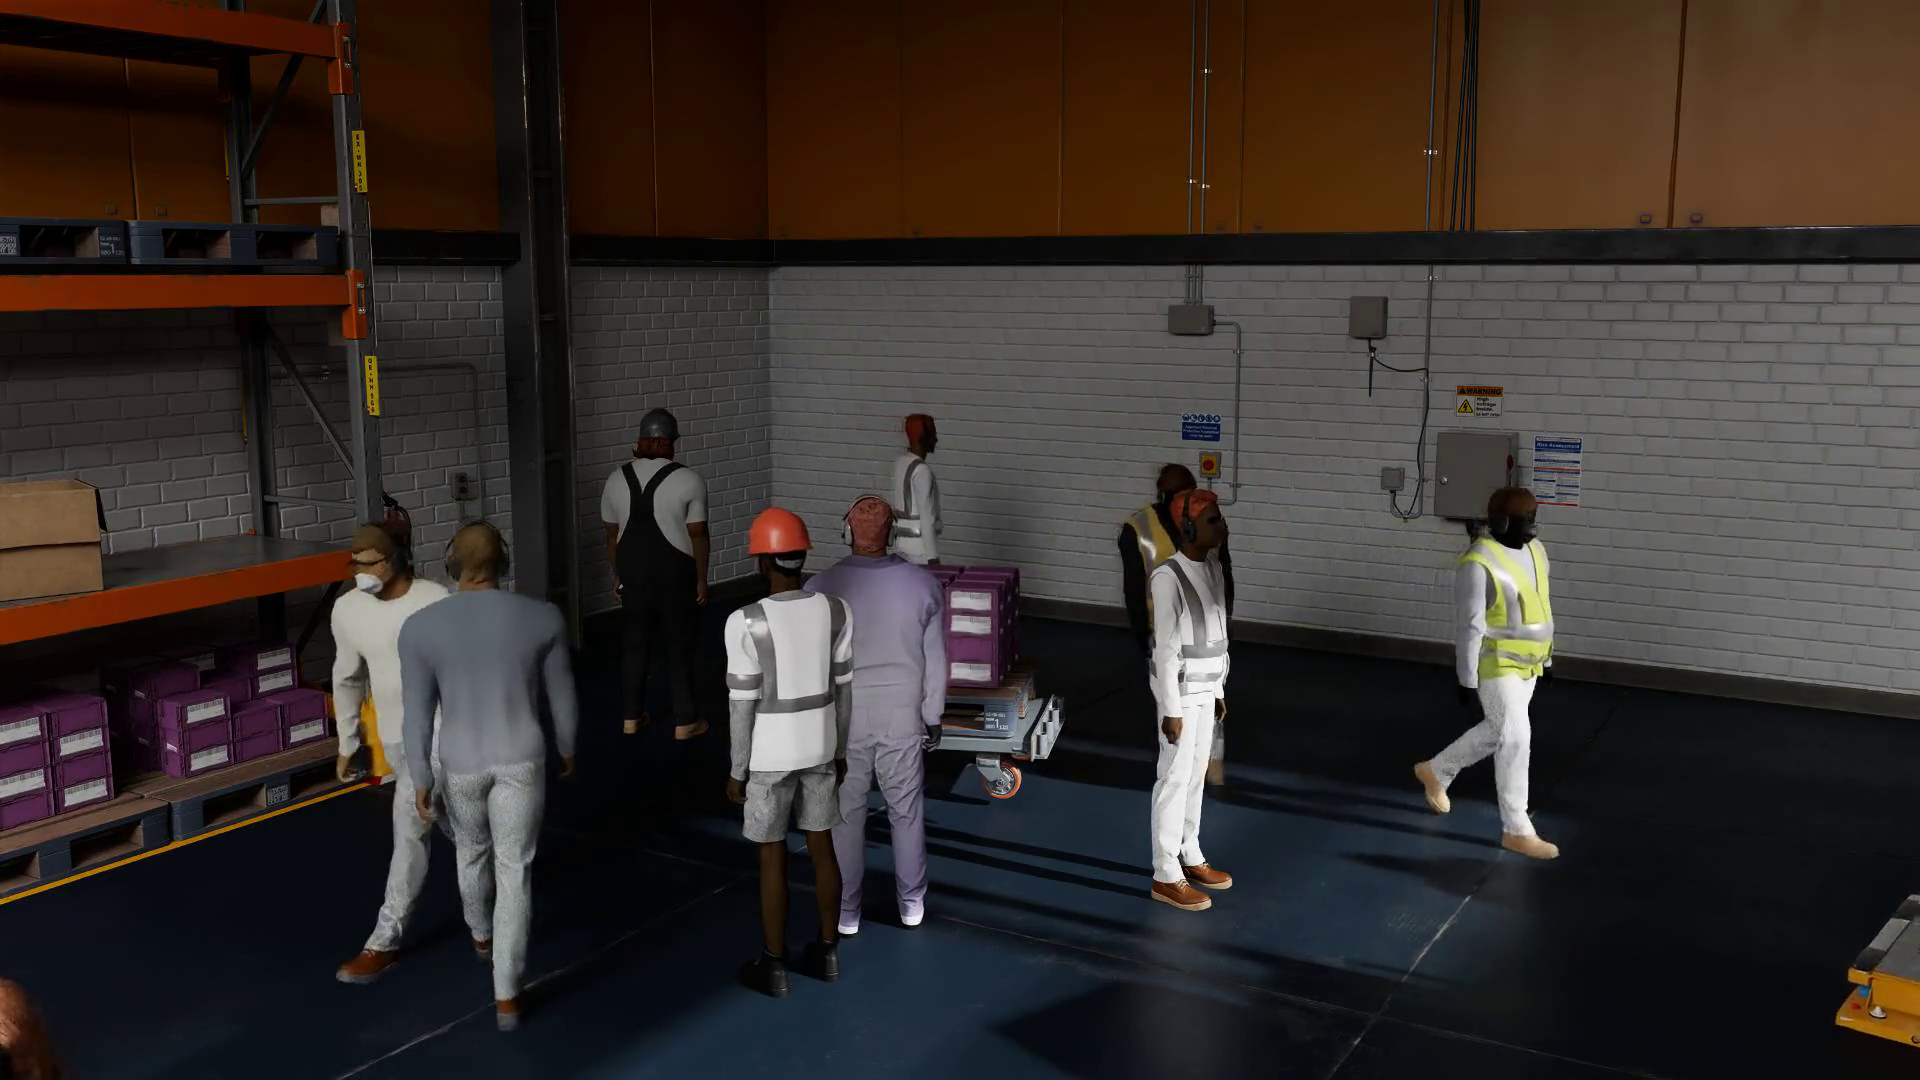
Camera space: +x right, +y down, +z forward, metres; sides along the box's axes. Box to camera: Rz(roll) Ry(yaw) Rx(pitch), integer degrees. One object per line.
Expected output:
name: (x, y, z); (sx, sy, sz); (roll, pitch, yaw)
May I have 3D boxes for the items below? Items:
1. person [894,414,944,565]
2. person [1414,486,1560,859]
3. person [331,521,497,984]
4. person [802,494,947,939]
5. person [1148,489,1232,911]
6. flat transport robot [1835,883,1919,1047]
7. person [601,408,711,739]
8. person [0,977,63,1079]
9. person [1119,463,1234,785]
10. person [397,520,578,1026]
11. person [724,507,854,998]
person: (-0.299, 0.039, 11.709); (0.694, 1.867, 0.598); (-3, 9, -16)
person: (2.655, 0.613, 8.316); (0.629, 1.814, 0.830); (-9, 13, -44)
person: (-2.259, 0.805, 7.019); (0.639, 1.861, 1.091); (4, 10, 21)
person: (-0.383, 0.752, 7.145); (0.655, 1.906, 0.407); (-3, 9, -16)
person: (1.047, 0.704, 7.517); (0.356, 1.885, 0.574); (5, 10, 29)
flat transport robot: (3.966, 1.672, 6.494); (0.652, 0.197, 1.431); (8, 12, 40)
person: (-1.835, 0.183, 10.277); (0.703, 2.000, 0.536); (3, 10, 19)
person: (-1.676, 1.556, 2.981); (0.541, 1.624, 0.363); (7, 12, 39)
person: (1.209, 0.476, 9.211); (0.657, 1.813, 0.537); (-1, 9, -3)
person: (-1.832, 0.856, 6.555); (0.647, 1.889, 0.979); (-1, 9, -9)
person: (-0.682, 0.831, 6.563); (0.544, 1.936, 0.359); (-6, 11, -34)
